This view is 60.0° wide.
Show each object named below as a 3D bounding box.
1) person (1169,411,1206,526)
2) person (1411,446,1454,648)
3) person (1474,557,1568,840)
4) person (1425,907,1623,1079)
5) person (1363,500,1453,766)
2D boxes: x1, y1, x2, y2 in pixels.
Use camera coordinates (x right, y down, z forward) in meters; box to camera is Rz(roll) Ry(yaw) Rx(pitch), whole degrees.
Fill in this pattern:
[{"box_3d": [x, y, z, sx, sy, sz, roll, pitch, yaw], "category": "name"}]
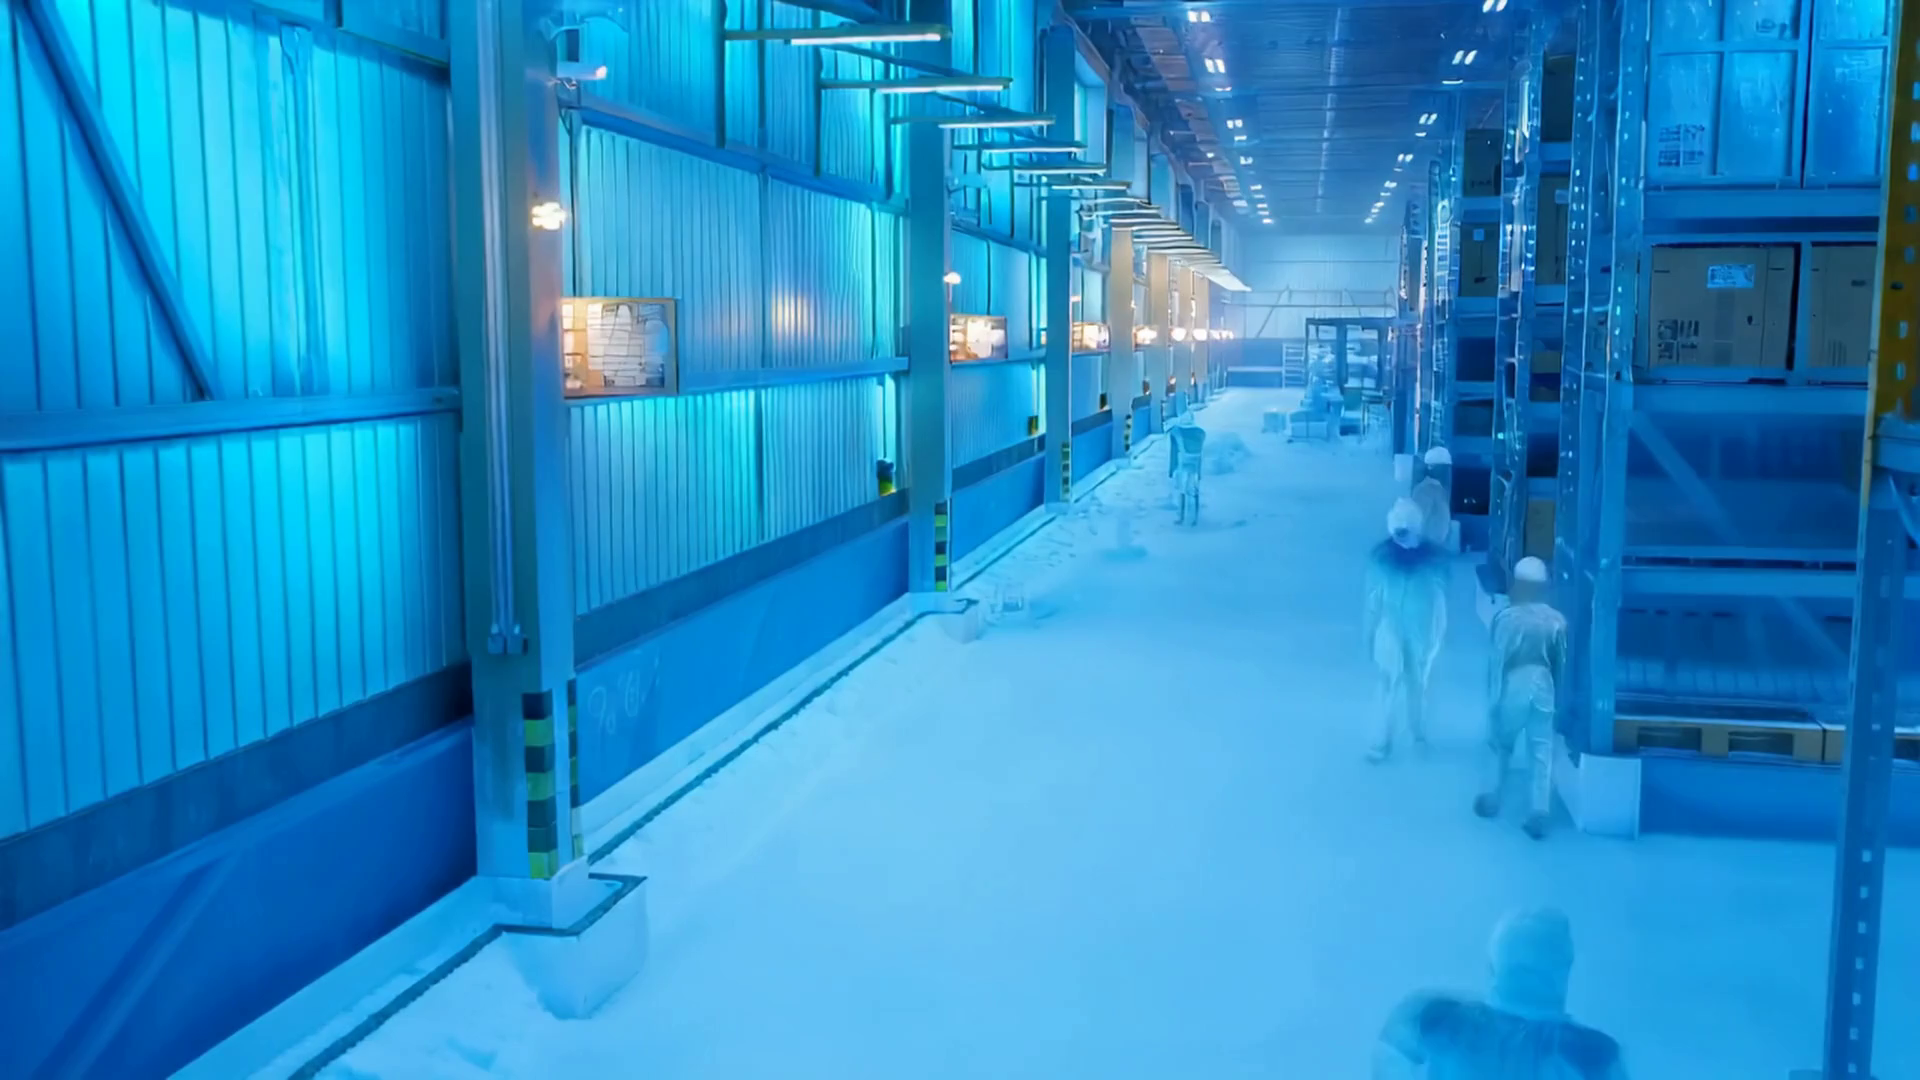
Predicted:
[{"box_3d": [3.622, -1.142, 26.665, 0.634, 1.840, 0.429, -3, 8, -23], "category": "person"}, {"box_3d": [4.644, 0.067, 16.372, 0.396, 1.992, 0.622, 6, 9, 39], "category": "person"}, {"box_3d": [3.480, 0.956, 10.353, 0.508, 1.708, 0.728, 0, 7, -4], "category": "person"}, {"box_3d": [1.448, 1.760, 4.380, 0.525, 1.599, 0.839, 4, 8, 28], "category": "person"}, {"box_3d": [3.165, 0.677, 11.837, 0.658, 1.908, 0.790, 3, 8, 25], "category": "person"}]
